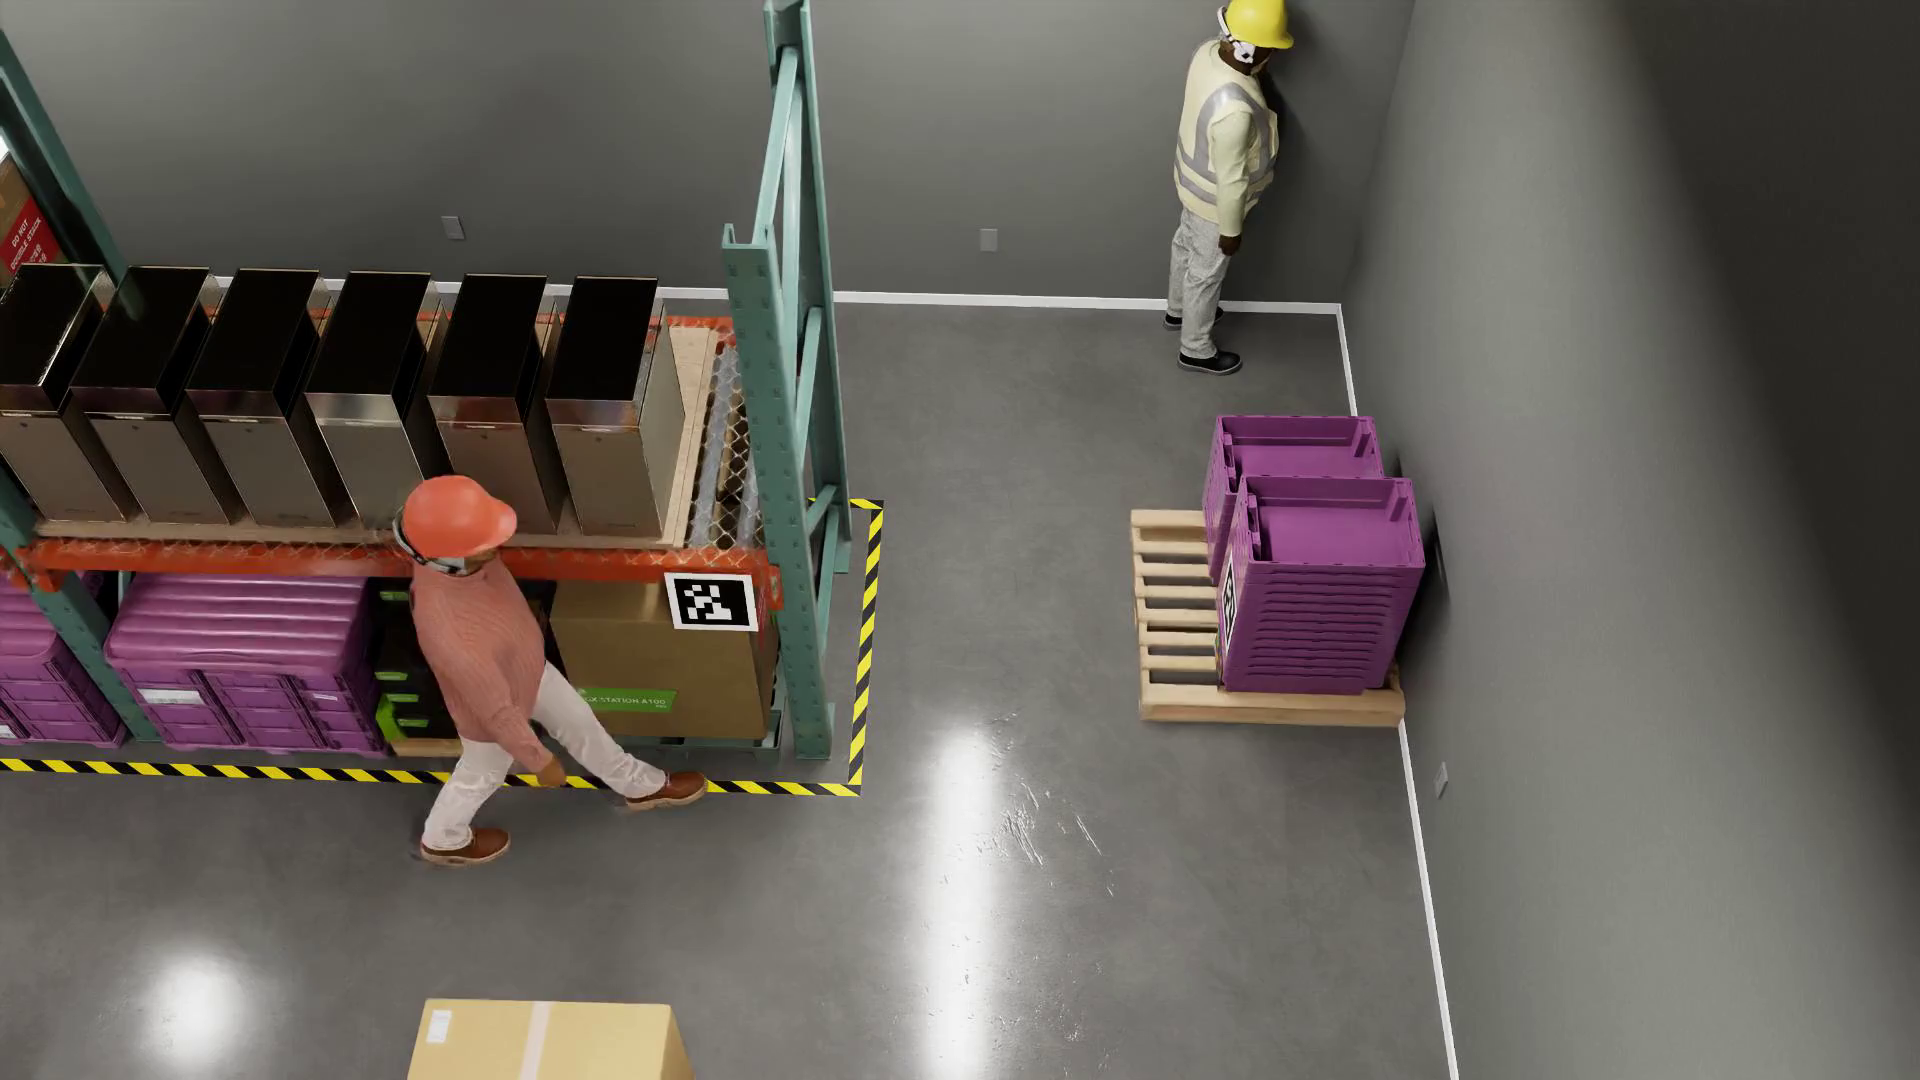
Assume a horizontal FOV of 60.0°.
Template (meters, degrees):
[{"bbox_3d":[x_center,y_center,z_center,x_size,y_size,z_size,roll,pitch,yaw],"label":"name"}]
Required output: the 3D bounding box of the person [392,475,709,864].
[{"bbox_3d":[-1.466,0.475,5.325,1.047,1.941,0.639,-8,52,-6],"label":"person"}]

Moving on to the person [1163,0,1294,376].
[{"bbox_3d":[1.090,-1.474,6.926,0.404,1.822,0.587,-4,52,-3],"label":"person"}]
